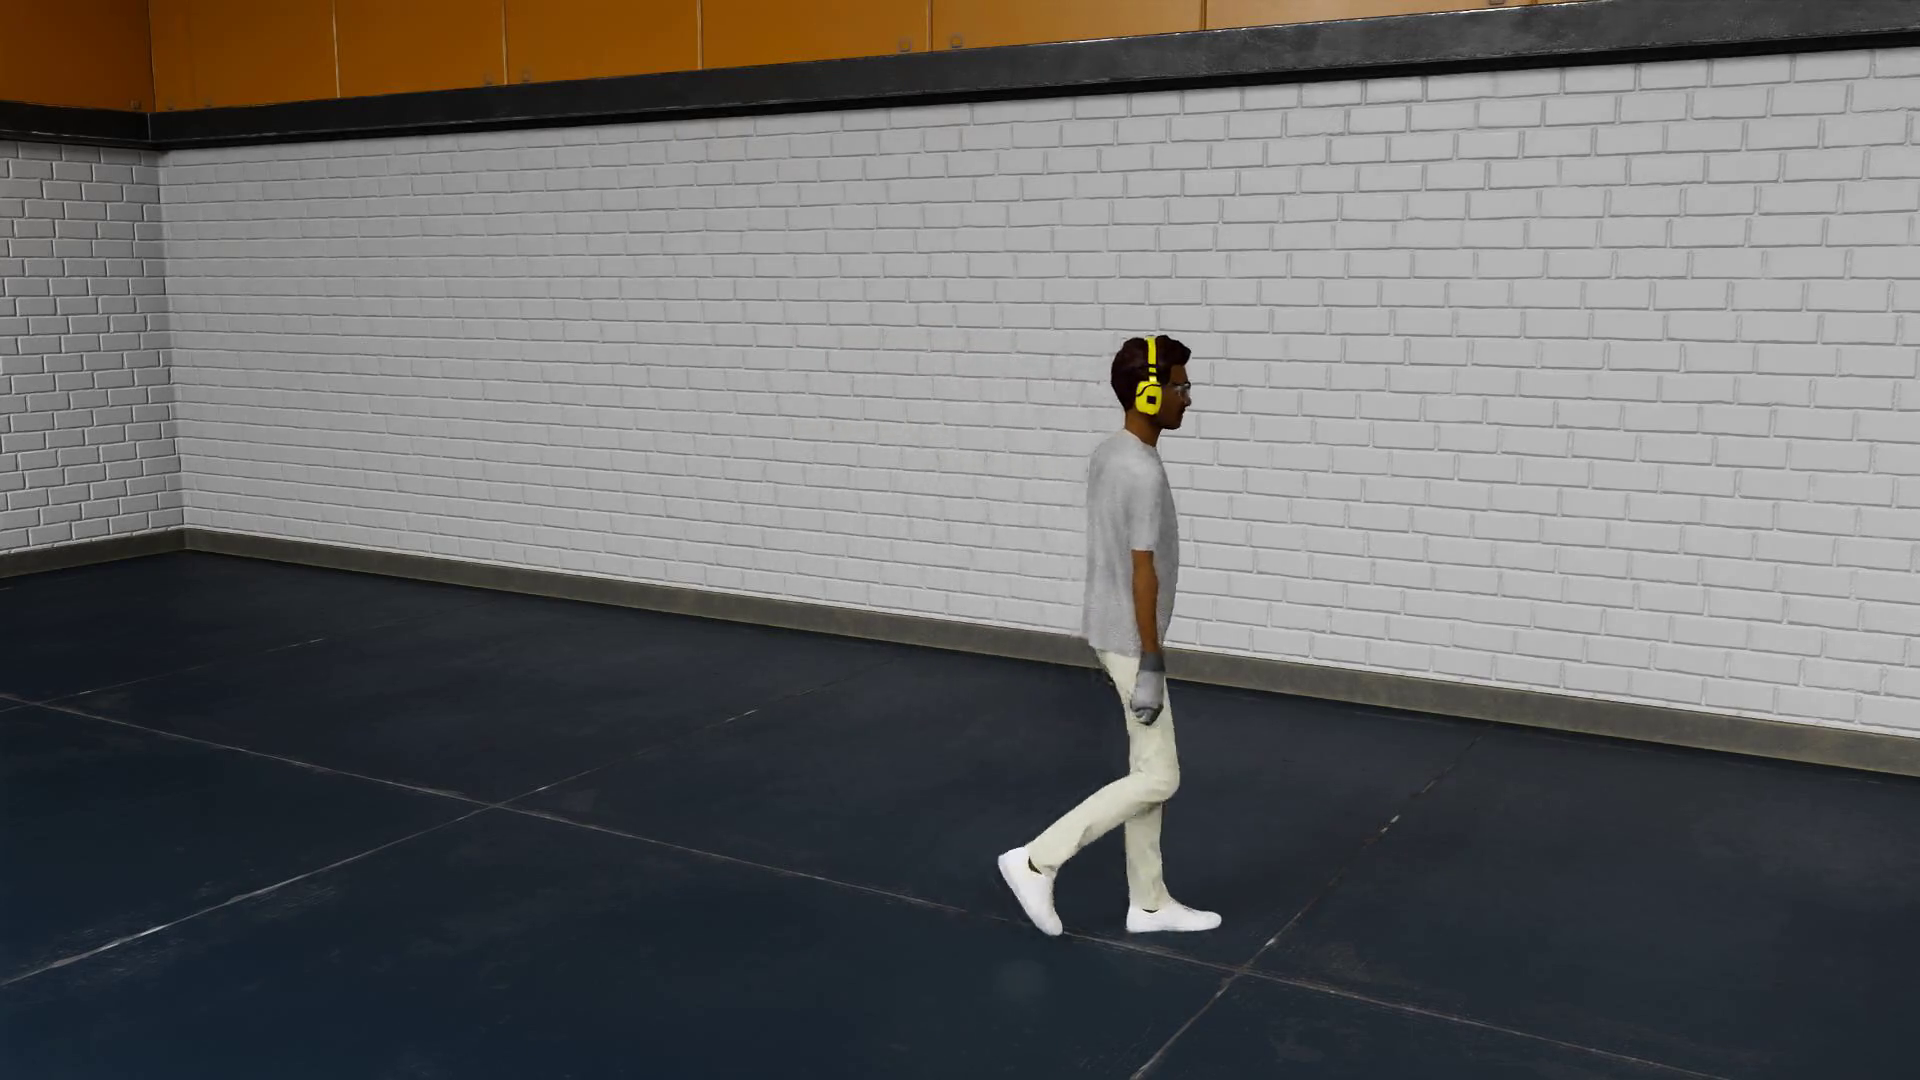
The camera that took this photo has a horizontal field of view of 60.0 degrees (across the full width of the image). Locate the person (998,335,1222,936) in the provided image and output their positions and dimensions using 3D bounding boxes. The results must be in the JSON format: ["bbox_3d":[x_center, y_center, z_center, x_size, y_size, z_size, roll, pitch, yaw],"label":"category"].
[{"bbox_3d":[0.472,0.315,4.970,0.620,1.852,0.512,-1,9,-8],"label":"person"}]
